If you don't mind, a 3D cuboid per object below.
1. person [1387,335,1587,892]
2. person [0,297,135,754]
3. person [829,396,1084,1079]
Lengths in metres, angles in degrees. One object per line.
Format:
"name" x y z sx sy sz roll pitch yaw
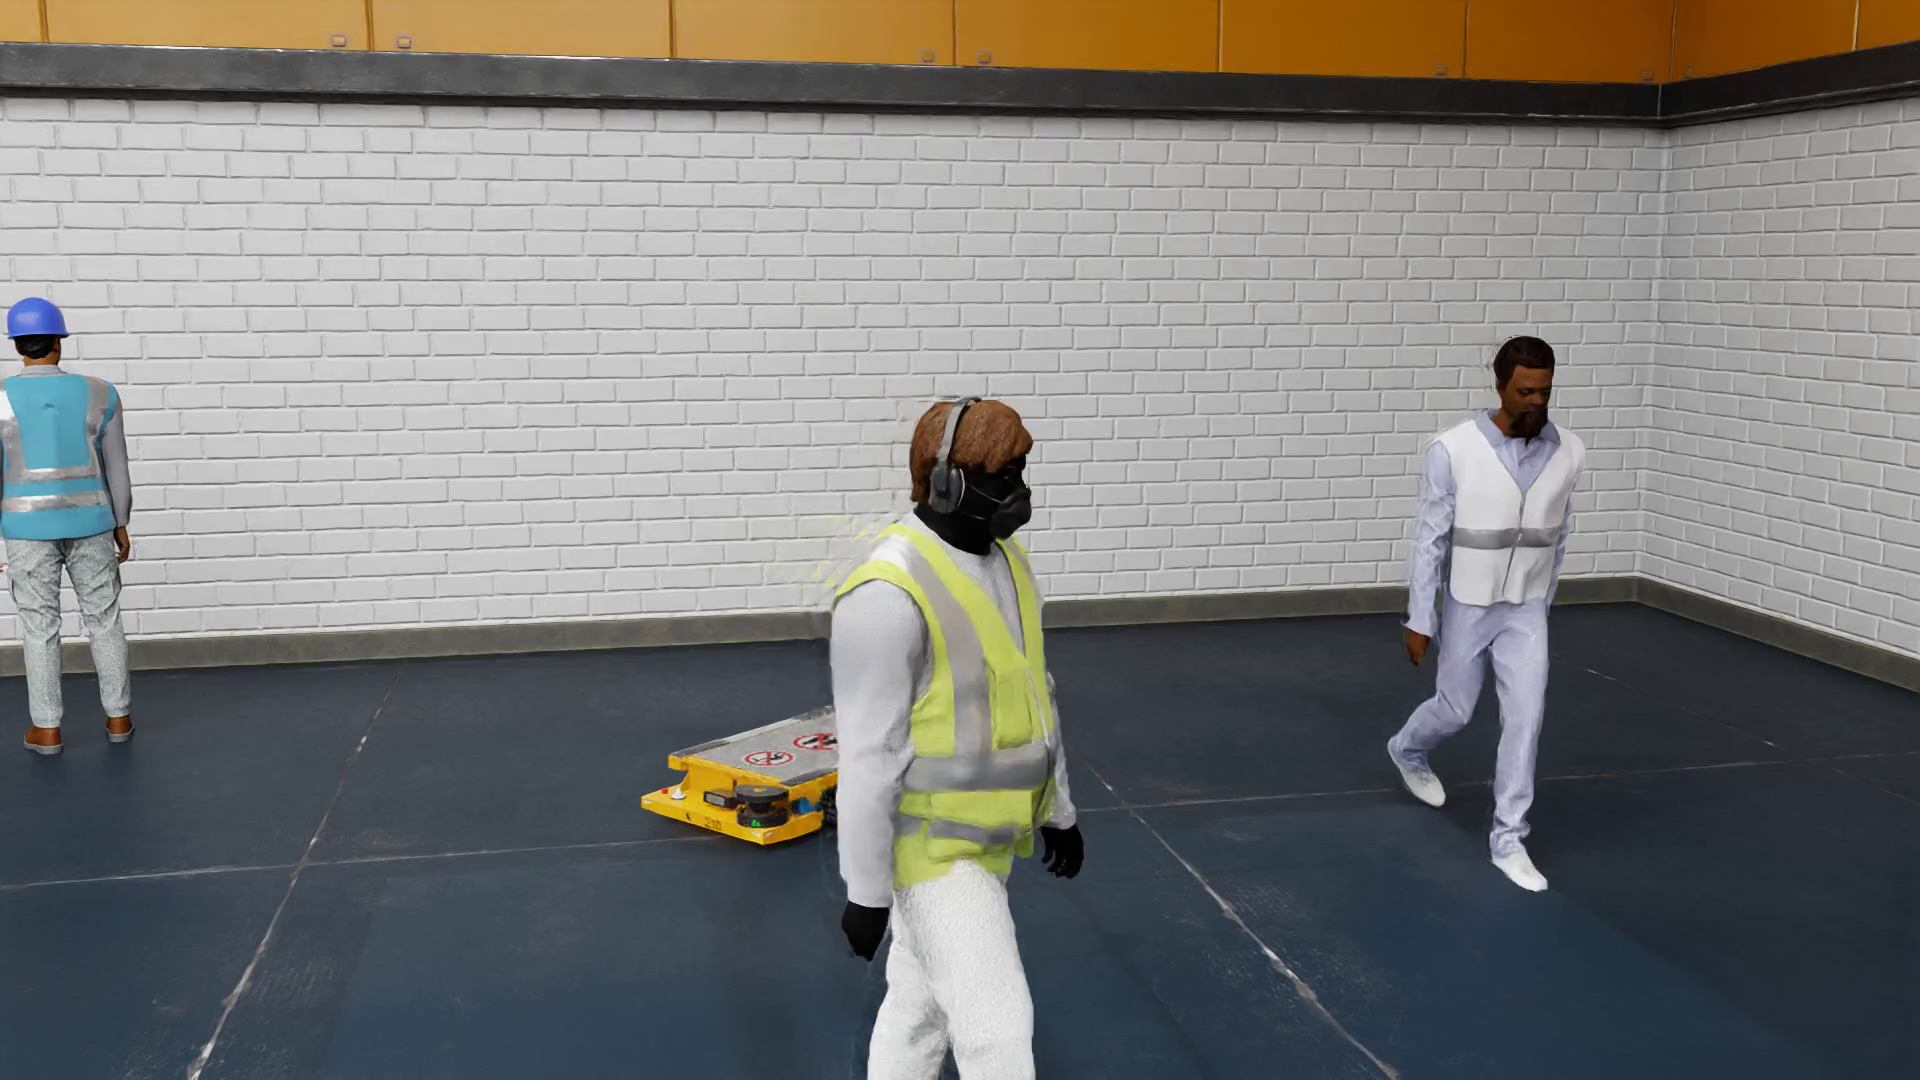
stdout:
"person" 1.808 0.200 5.851 0.606 1.865 0.903 -2 9 -10
"person" -3.871 -0.058 7.122 0.605 1.944 0.402 -7 12 -37
"person" 0.092 0.623 3.353 0.824 1.809 0.651 4 10 23
